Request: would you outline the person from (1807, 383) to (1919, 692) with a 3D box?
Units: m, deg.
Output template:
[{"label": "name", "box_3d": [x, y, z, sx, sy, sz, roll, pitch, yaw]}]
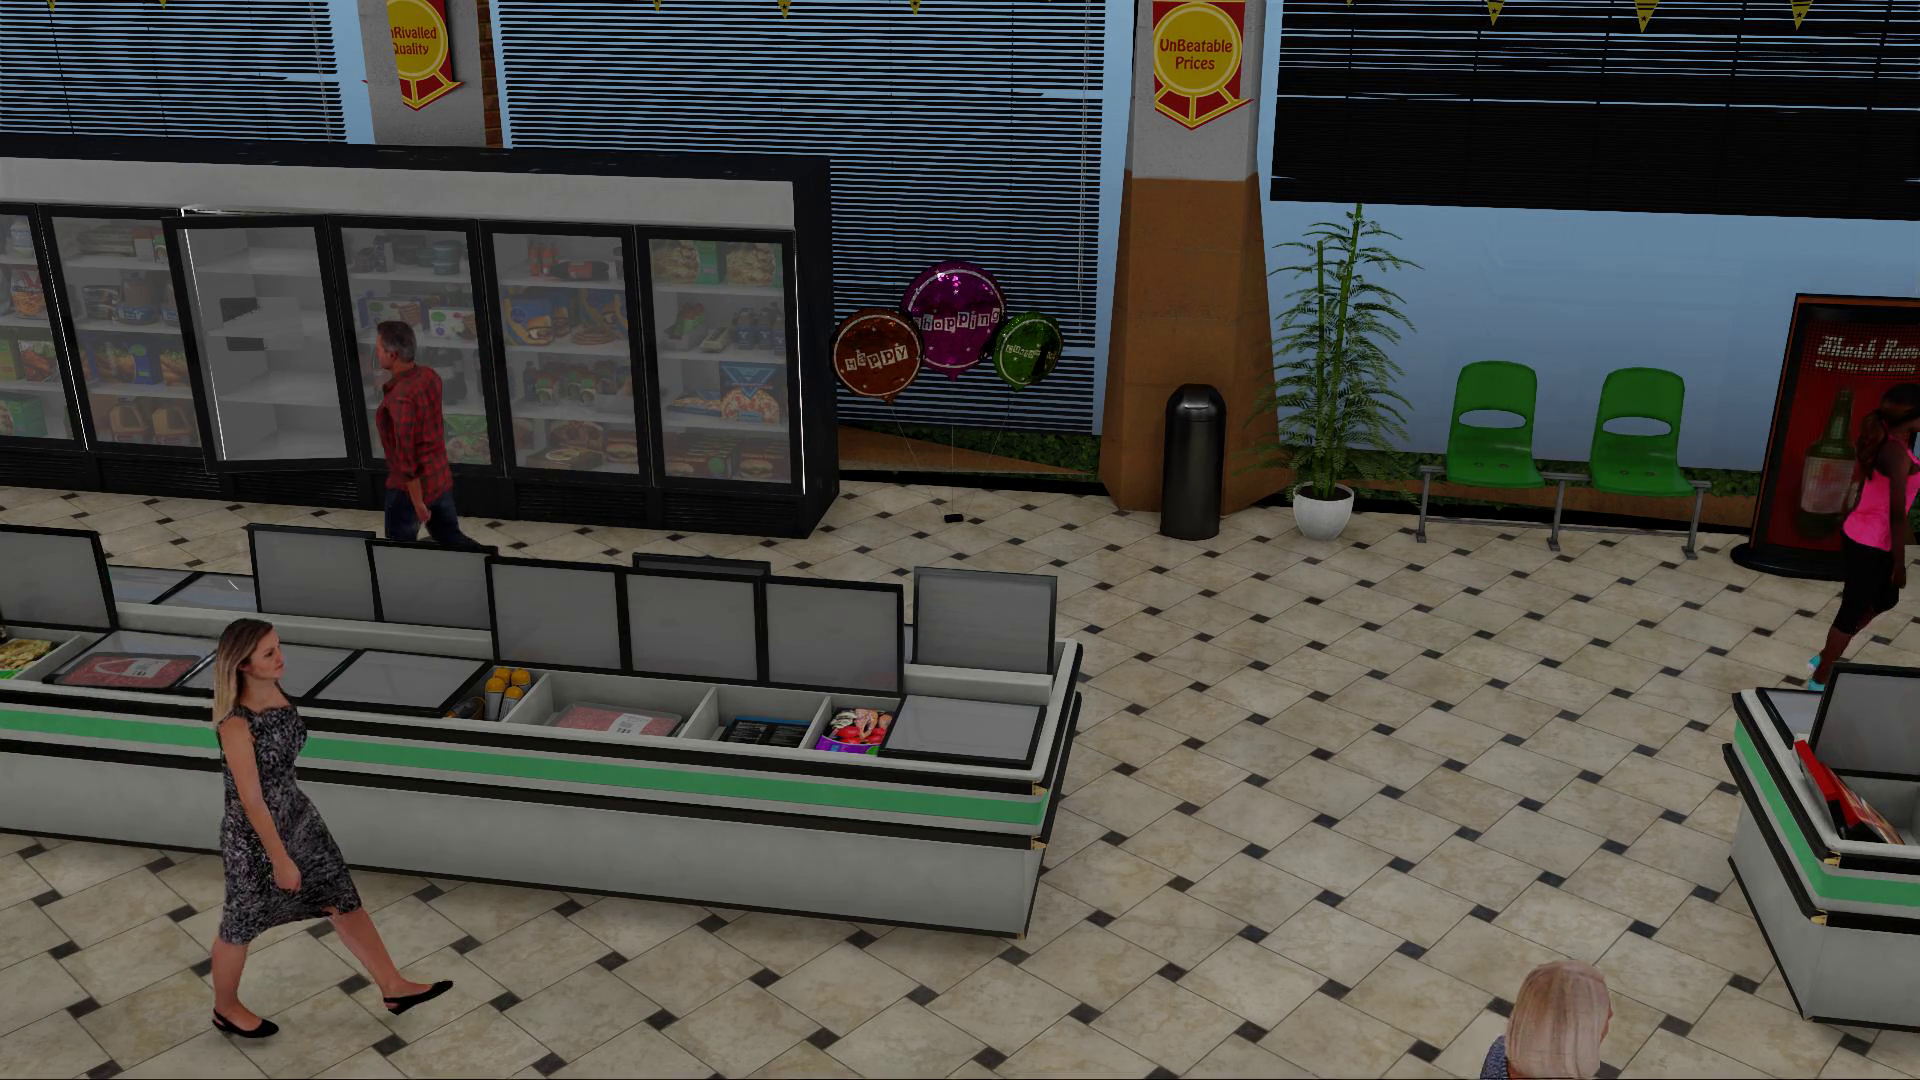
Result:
[{"label": "person", "box_3d": [4.482, 0.023, 8.389, 0.626, 1.712, 0.593, 7, 23, 17]}]

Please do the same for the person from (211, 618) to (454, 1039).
[{"label": "person", "box_3d": [-2.530, 1.068, 5.868, 1.103, 1.654, 0.662, 1, 22, 2]}]

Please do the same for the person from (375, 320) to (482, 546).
[{"label": "person", "box_3d": [-2.850, -0.302, 9.077, 1.085, 1.804, 0.660, 3, 22, 8]}]

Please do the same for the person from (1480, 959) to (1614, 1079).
[{"label": "person", "box_3d": [1.284, 1.782, 4.056, 1.185, 1.680, 0.937, -6, 23, -15]}]
